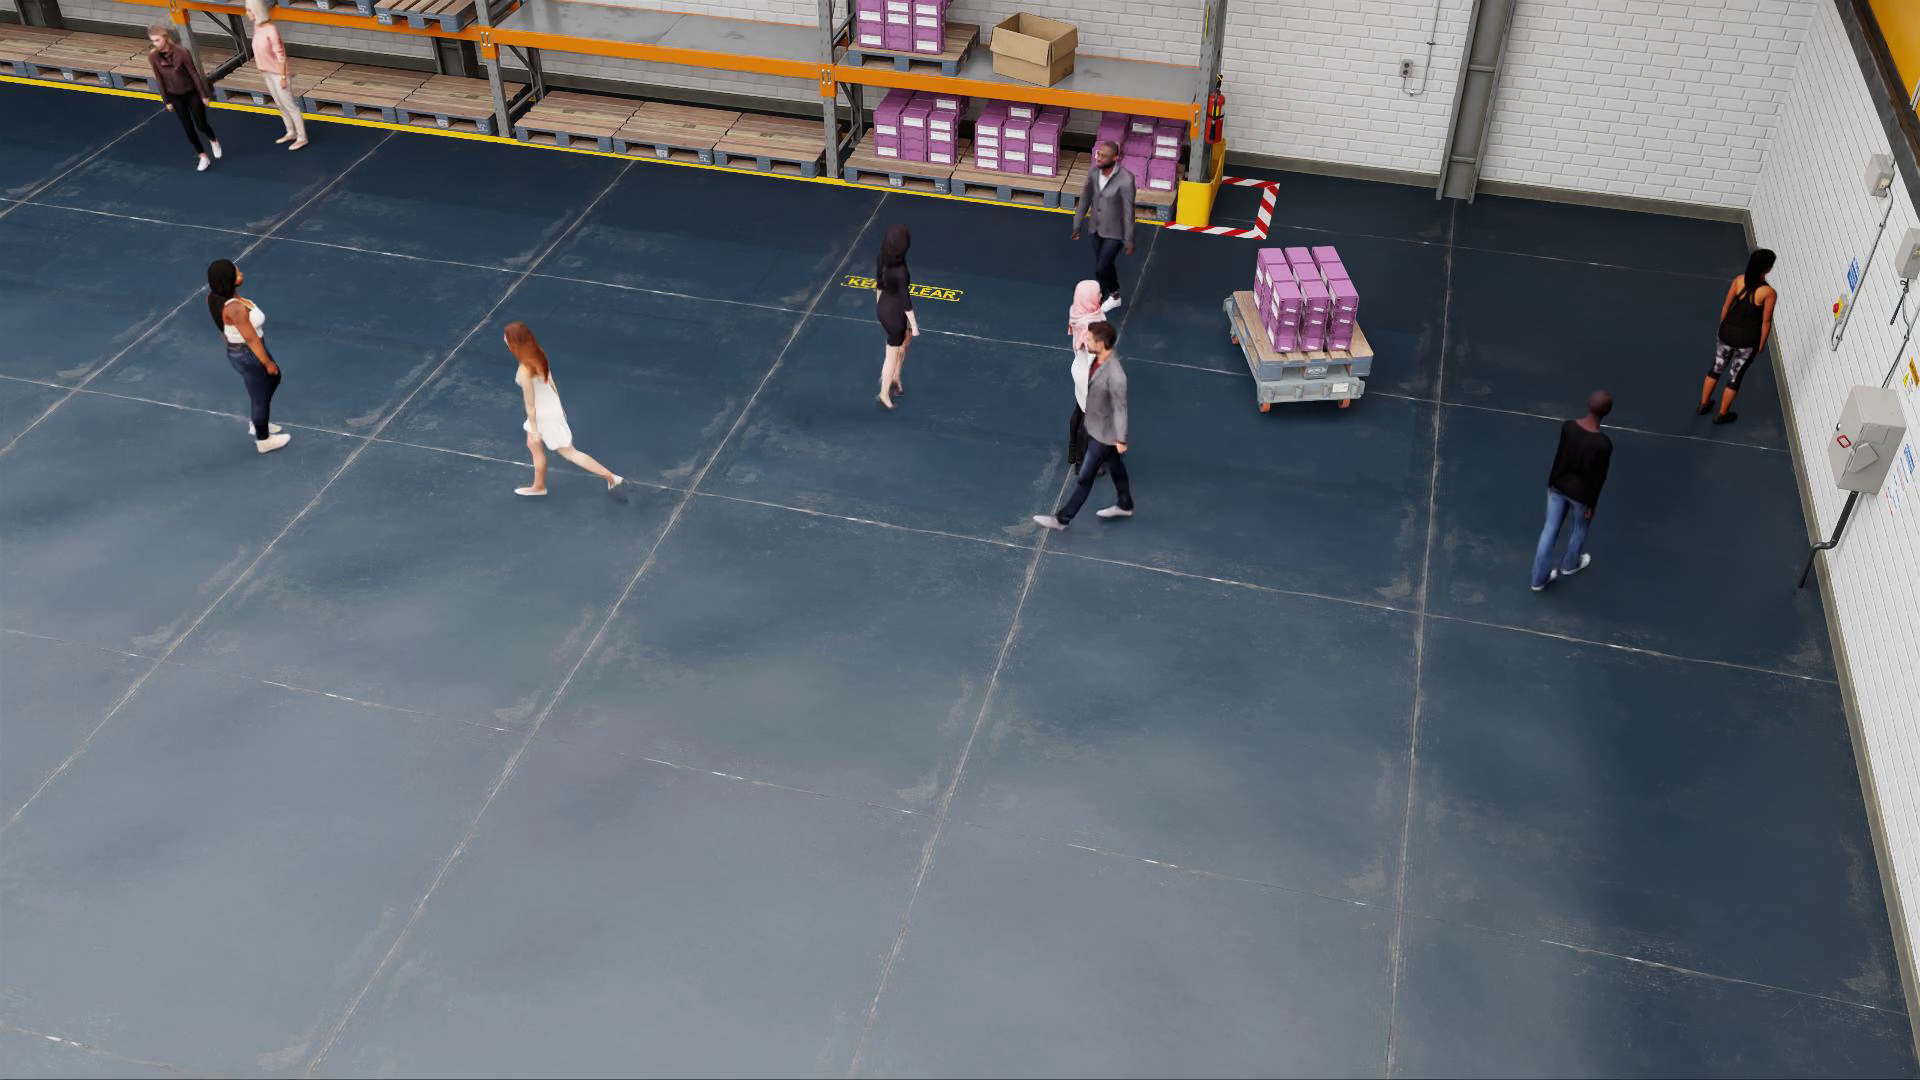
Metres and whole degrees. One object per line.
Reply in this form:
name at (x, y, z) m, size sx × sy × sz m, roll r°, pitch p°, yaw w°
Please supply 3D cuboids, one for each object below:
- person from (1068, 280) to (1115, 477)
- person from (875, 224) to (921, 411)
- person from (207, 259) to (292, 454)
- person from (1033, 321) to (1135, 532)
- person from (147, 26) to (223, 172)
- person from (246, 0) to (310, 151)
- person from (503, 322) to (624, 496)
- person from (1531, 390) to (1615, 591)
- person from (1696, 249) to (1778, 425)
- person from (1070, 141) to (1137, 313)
person at (1.043, -1.335, 13.660) m, size 0.738 × 1.800 × 0.726 m, roll -7°, pitch 39°, yaw -8°
person at (-0.659, -1.865, 14.335) m, size 0.813 × 1.786 × 0.757 m, roll -17°, pitch 42°, yaw -20°
person at (-6.015, -1.489, 13.855) m, size 0.828 × 1.798 × 0.761 m, roll -23°, pitch 44°, yaw -26°
person at (1.224, -0.882, 13.070) m, size 1.219 × 1.828 × 0.994 m, roll -7°, pitch 39°, yaw -8°
person at (-8.450, -4.875, 18.192) m, size 0.818 × 1.676 × 0.844 m, roll -4°, pitch 39°, yaw -5°
person at (-7.645, -5.226, 18.593) m, size 0.612 × 1.725 × 0.739 m, roll 29°, pitch 47°, yaw 31°
person at (-3.212, -0.993, 13.347) m, size 1.209 × 1.657 × 0.749 m, roll 2°, pitch 39°, yaw 3°
person at (4.539, -0.331, 12.456) m, size 0.920 × 1.733 × 0.902 m, roll -28°, pitch 47°, yaw -31°
person at (6.711, -1.771, 14.316) m, size 0.715 × 1.662 × 0.639 m, roll -23°, pitch 44°, yaw -26°
person at (1.450, -2.919, 15.653) m, size 1.102 × 1.788 × 1.078 m, roll -29°, pitch 47°, yaw -32°
